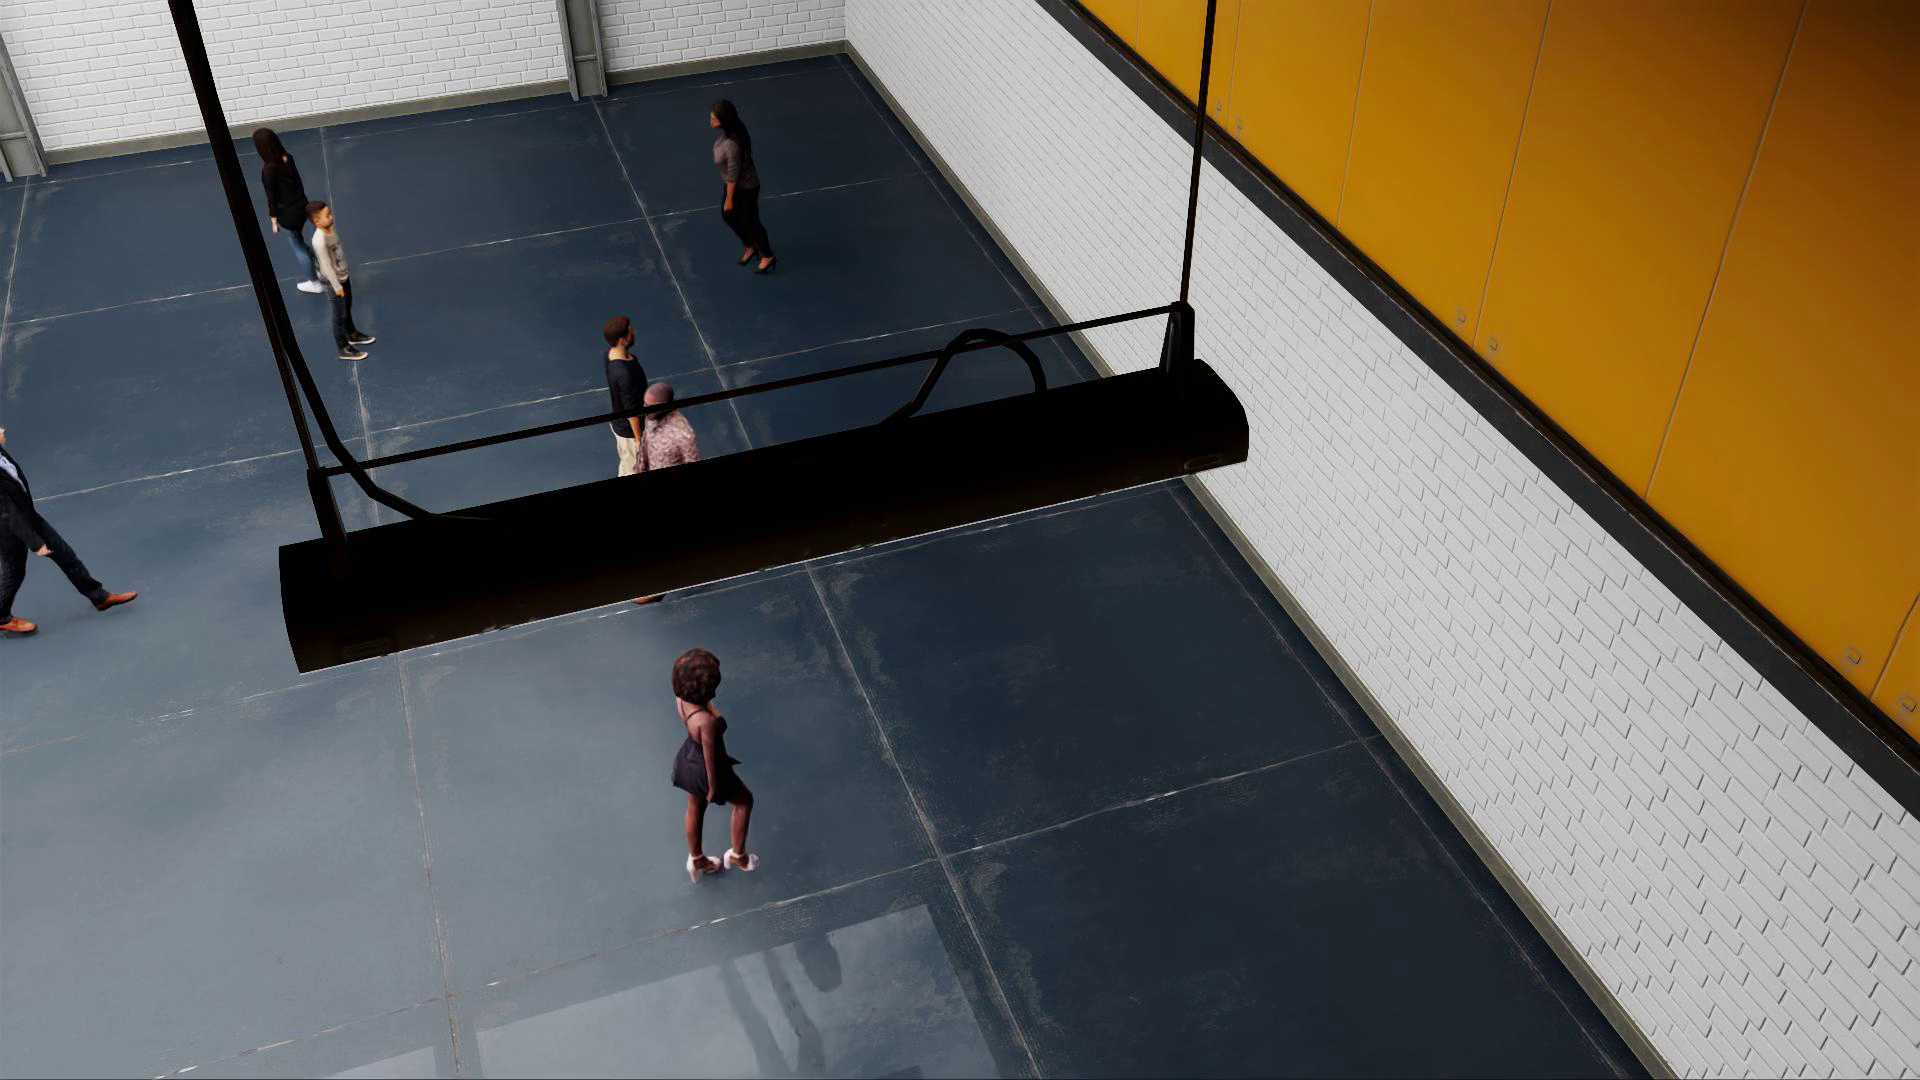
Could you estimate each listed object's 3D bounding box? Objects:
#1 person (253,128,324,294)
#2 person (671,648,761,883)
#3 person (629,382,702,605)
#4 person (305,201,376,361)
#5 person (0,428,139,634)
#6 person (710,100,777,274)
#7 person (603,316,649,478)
[{"bbox_3d":[-6.097,-3.020,15.327,0.729,1.635,0.692,10,40,12],"label":"person"},{"bbox_3d":[-1.564,1.381,9.704,0.731,1.774,0.651,-27,46,-30],"label":"person"},{"bbox_3d":[-1.948,-0.413,11.960,1.209,1.763,0.880,-23,44,-26],"label":"person"},{"bbox_3d":[-5.473,-2.289,14.551,0.590,1.461,0.603,-1,39,-2],"label":"person"},{"bbox_3d":[-6.613,-0.053,11.513,1.243,1.758,0.810,-7,39,-9],"label":"person"},{"bbox_3d":[-1.972,-3.292,15.533,0.778,1.802,0.719,0,39,0],"label":"person"},{"bbox_3d":[-2.477,-0.847,12.433,0.556,1.850,0.643,-14,41,-17],"label":"person"}]
